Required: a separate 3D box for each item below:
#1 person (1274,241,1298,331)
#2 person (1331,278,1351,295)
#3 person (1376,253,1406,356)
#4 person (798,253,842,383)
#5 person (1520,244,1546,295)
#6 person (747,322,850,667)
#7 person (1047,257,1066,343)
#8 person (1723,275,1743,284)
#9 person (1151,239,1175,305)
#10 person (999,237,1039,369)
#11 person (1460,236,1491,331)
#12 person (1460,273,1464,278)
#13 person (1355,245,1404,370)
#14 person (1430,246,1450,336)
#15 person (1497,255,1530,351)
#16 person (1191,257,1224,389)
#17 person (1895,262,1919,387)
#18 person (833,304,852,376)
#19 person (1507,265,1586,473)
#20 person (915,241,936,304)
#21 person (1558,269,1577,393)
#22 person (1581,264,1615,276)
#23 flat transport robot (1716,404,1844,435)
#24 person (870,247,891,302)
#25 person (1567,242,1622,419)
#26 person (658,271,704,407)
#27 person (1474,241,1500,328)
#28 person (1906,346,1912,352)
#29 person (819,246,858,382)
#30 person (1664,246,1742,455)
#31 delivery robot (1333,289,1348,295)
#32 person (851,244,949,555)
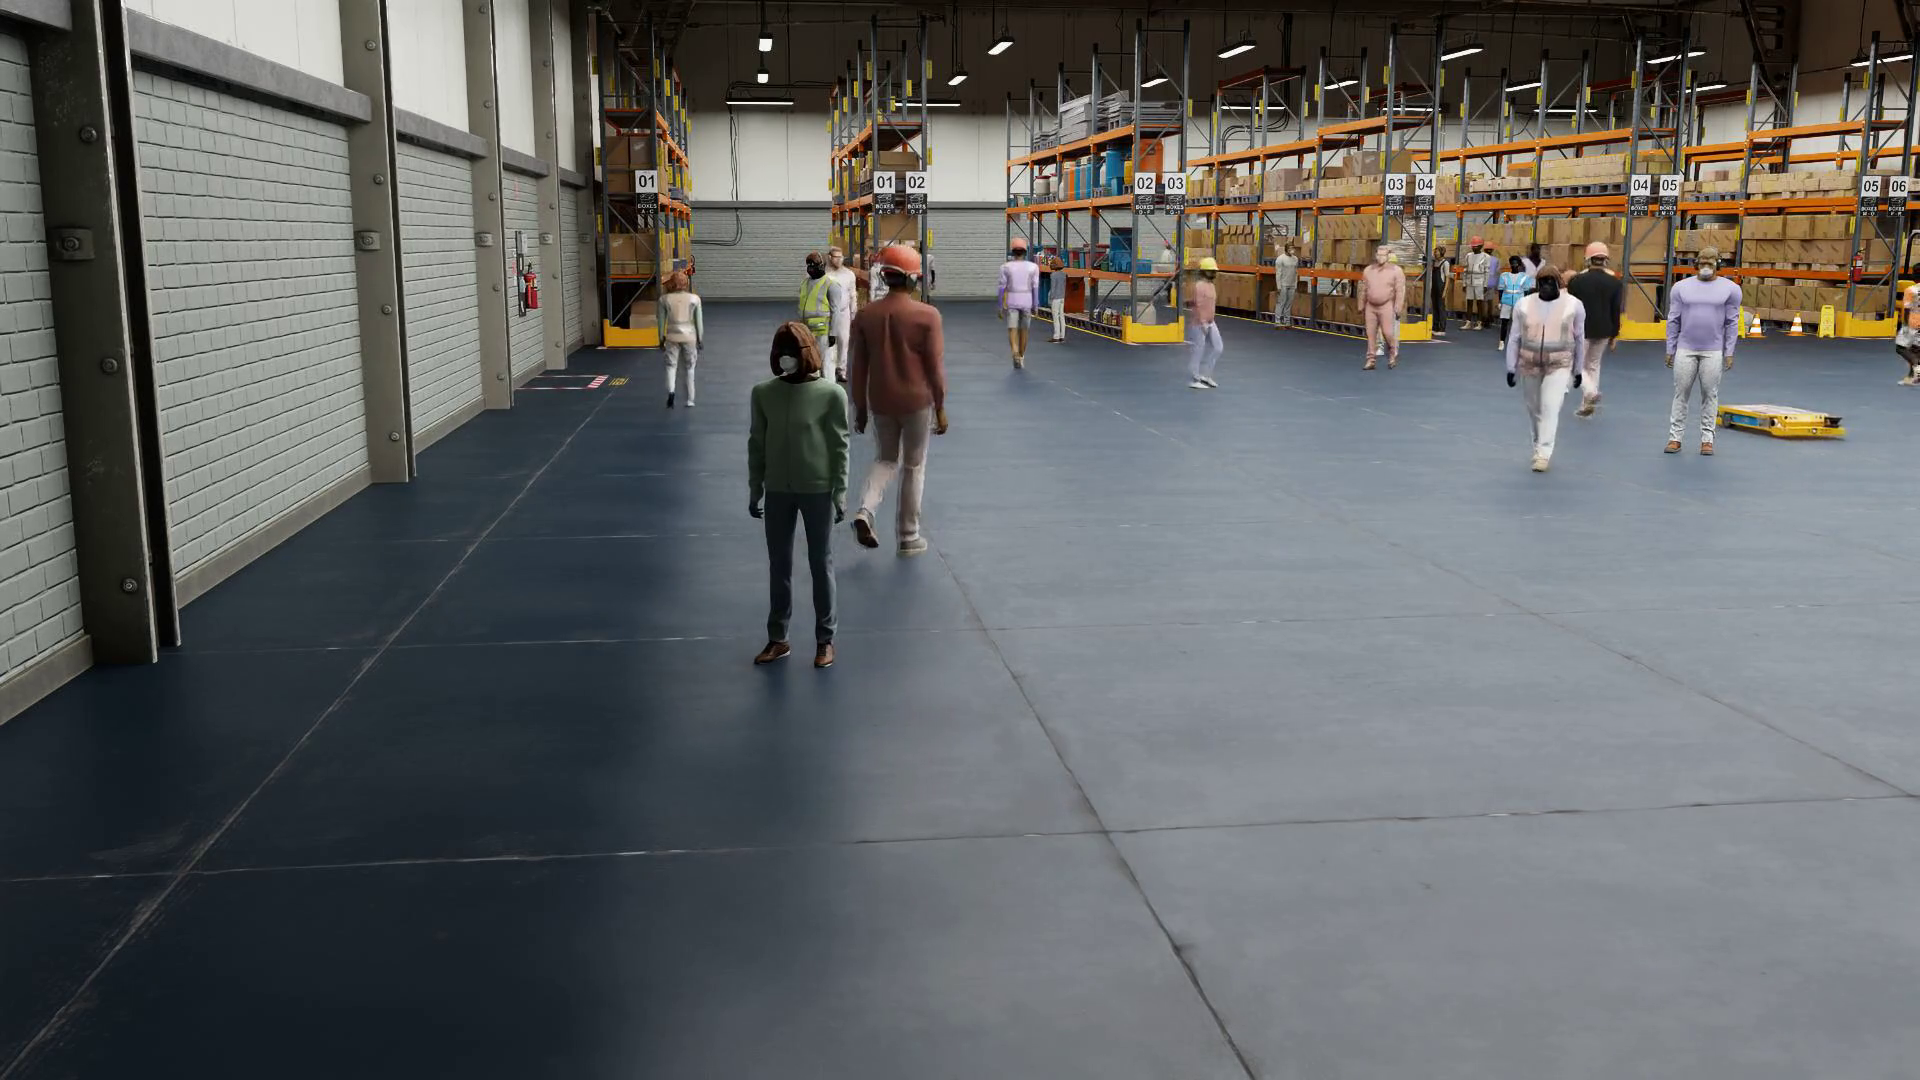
[{"bbox_3d":[7.073,-5.492,36.017,0.626,1.931,0.373,-8,13,-37],"label":"person"},{"bbox_3d":[10.394,-7.030,45.355,0.529,1.595,0.847,0,10,2],"label":"person"},{"bbox_3d":[7.357,-4.025,28.474,0.490,1.744,0.295,6,12,31],"label":"person"},{"bbox_3d":[-1.669,-2.420,19.407,0.623,1.844,0.429,9,14,40],"label":"person"},{"bbox_3d":[11.900,-5.179,34.430,0.619,1.872,0.956,-2,11,-12],"label":"person"},{"bbox_3d":[-0.767,-0.211,7.871,0.504,1.633,0.279,3,11,14],"label":"person"},{"bbox_3d":[1.861,-4.603,31.942,0.276,1.633,0.507,7,12,33],"label":"person"},{"bbox_3d":[20.900,-7.108,44.911,0.581,1.918,0.405,-2,10,-10],"label":"person"},{"bbox_3d":[6.102,-7.956,49.383,0.674,1.974,0.628,2,10,10],"label":"person"},{"bbox_3d":[0.902,-3.594,25.363,0.611,2.022,0.800,-1,10,-3],"label":"person"},{"bbox_3d":[11.130,-5.532,35.941,0.389,2.034,0.605,-9,14,-41],"label":"person"},{"bbox_3d":[15.674,-8.224,51.271,0.936,1.834,0.533,8,13,36],"label":"person"},{"bbox_3d":[6.401,-3.546,25.420,0.671,1.901,0.472,7,13,35],"label":"person"},{"bbox_3d":[9.820,-5.104,34.112,0.331,1.844,0.520,-3,11,-15],"label":"person"},{"bbox_3d":[9.817,-4.194,29.533,0.537,1.696,0.317,4,11,20],"label":"person"},{"bbox_3d":[3.297,-2.880,22.190,0.463,1.753,0.531,8,13,37],"label":"person"},{"bbox_3d":[12.935,-2.894,22.441,0.539,1.683,0.444,-3,11,-17],"label":"person"},{"bbox_3d":[-1.810,-3.259,24.651,0.498,1.602,0.809,-2,11,-13],"label":"person"},{"bbox_3d":[5.146,-1.520,14.649,0.633,1.787,0.976,6,12,30],"label":"person"},{"bbox_3d":[-0.925,-6.194,39.851,0.631,1.923,0.941,-1,10,-8],"label":"person"},{"bbox_3d":[7.808,-2.669,21.388,0.523,1.613,0.653,3,11,14],"label":"person"},{"bbox_3d":[10.705,-3.973,28.024,0.590,1.816,0.612,1,10,7],"label":"person"},{"bbox_3d":[8.501,-1.266,17.389,0.652,0.197,1.431,-1,10,-6],"label":"flat transport robot"},{"bbox_3d":[-1.253,-4.002,28.024,0.582,1.865,0.666,-4,11,-20],"label":"person"},{"bbox_3d":[6.977,-2.294,18.352,0.625,1.975,0.632,-1,10,-3],"label":"person"},{"bbox_3d":[-3.297,-2.360,19.665,0.534,1.627,0.565,-1,10,-4],"label":"person"},{"bbox_3d":[11.798,-5.720,37.286,0.547,1.916,0.585,0,10,0],"label":"person"},{"bbox_3d":[17.154,-4.189,29.070,0.979,1.867,0.663,7,12,33],"label":"person"},{"bbox_3d":[-1.761,-3.171,23.369,0.665,1.890,0.592,-3,11,-15],"label":"person"},{"bbox_3d":[6.913,-1.761,15.530,0.631,1.939,0.372,5,12,28],"label":"person"},{"bbox_3d":[11.552,-7.367,49.800,0.707,0.478,0.477,8,13,37],"label":"delivery robot"},{"bbox_3d":[-0.391,-0.862,10.490,0.620,1.978,0.532,5,12,27],"label":"person"}]
